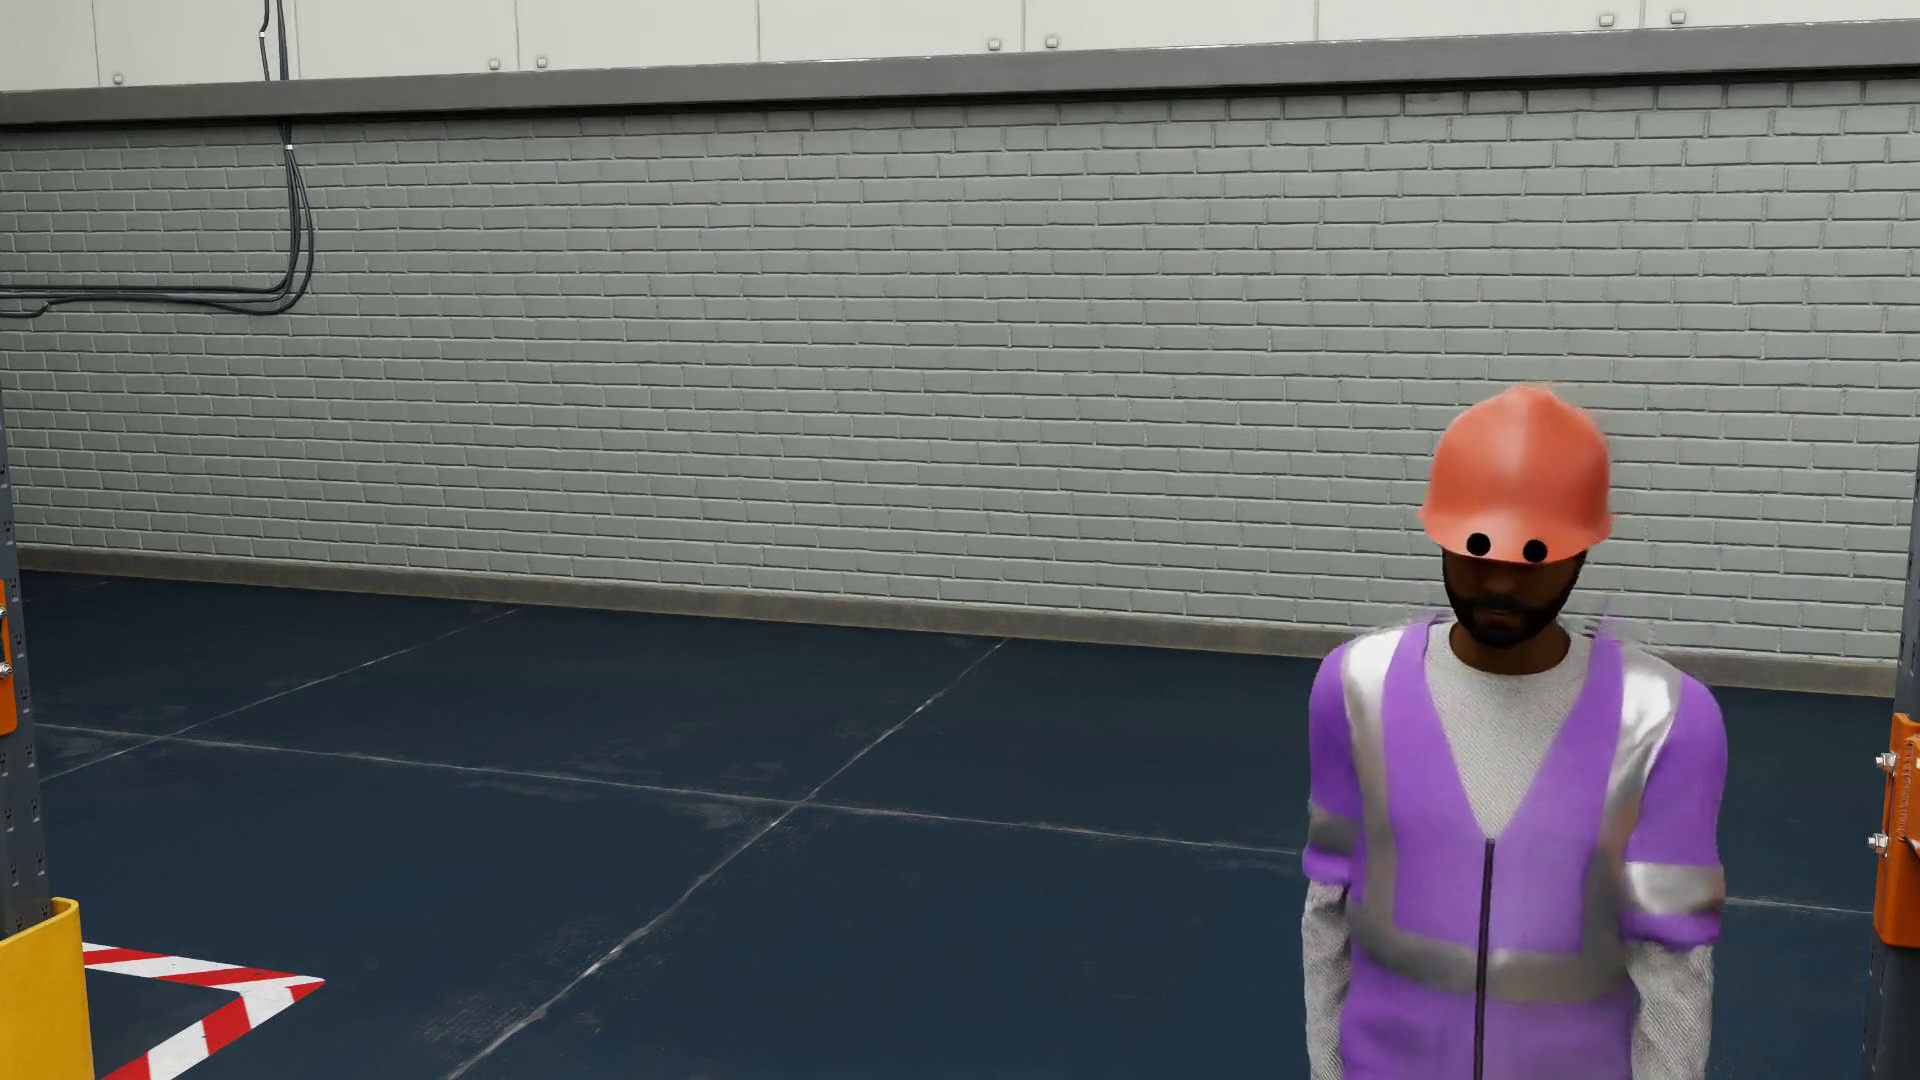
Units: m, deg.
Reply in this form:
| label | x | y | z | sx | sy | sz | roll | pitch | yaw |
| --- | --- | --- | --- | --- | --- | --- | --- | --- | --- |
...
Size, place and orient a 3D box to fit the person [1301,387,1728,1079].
| label | x | y | z | sx | sy | sz | roll | pitch | yaw |
| --- | --- | --- | --- | --- | --- | --- | --- | --- | --- |
| person | 0.684 | 0.762 | 2.183 | 0.543 | 1.908 | 0.755 | 4 | 10 | 21 |
